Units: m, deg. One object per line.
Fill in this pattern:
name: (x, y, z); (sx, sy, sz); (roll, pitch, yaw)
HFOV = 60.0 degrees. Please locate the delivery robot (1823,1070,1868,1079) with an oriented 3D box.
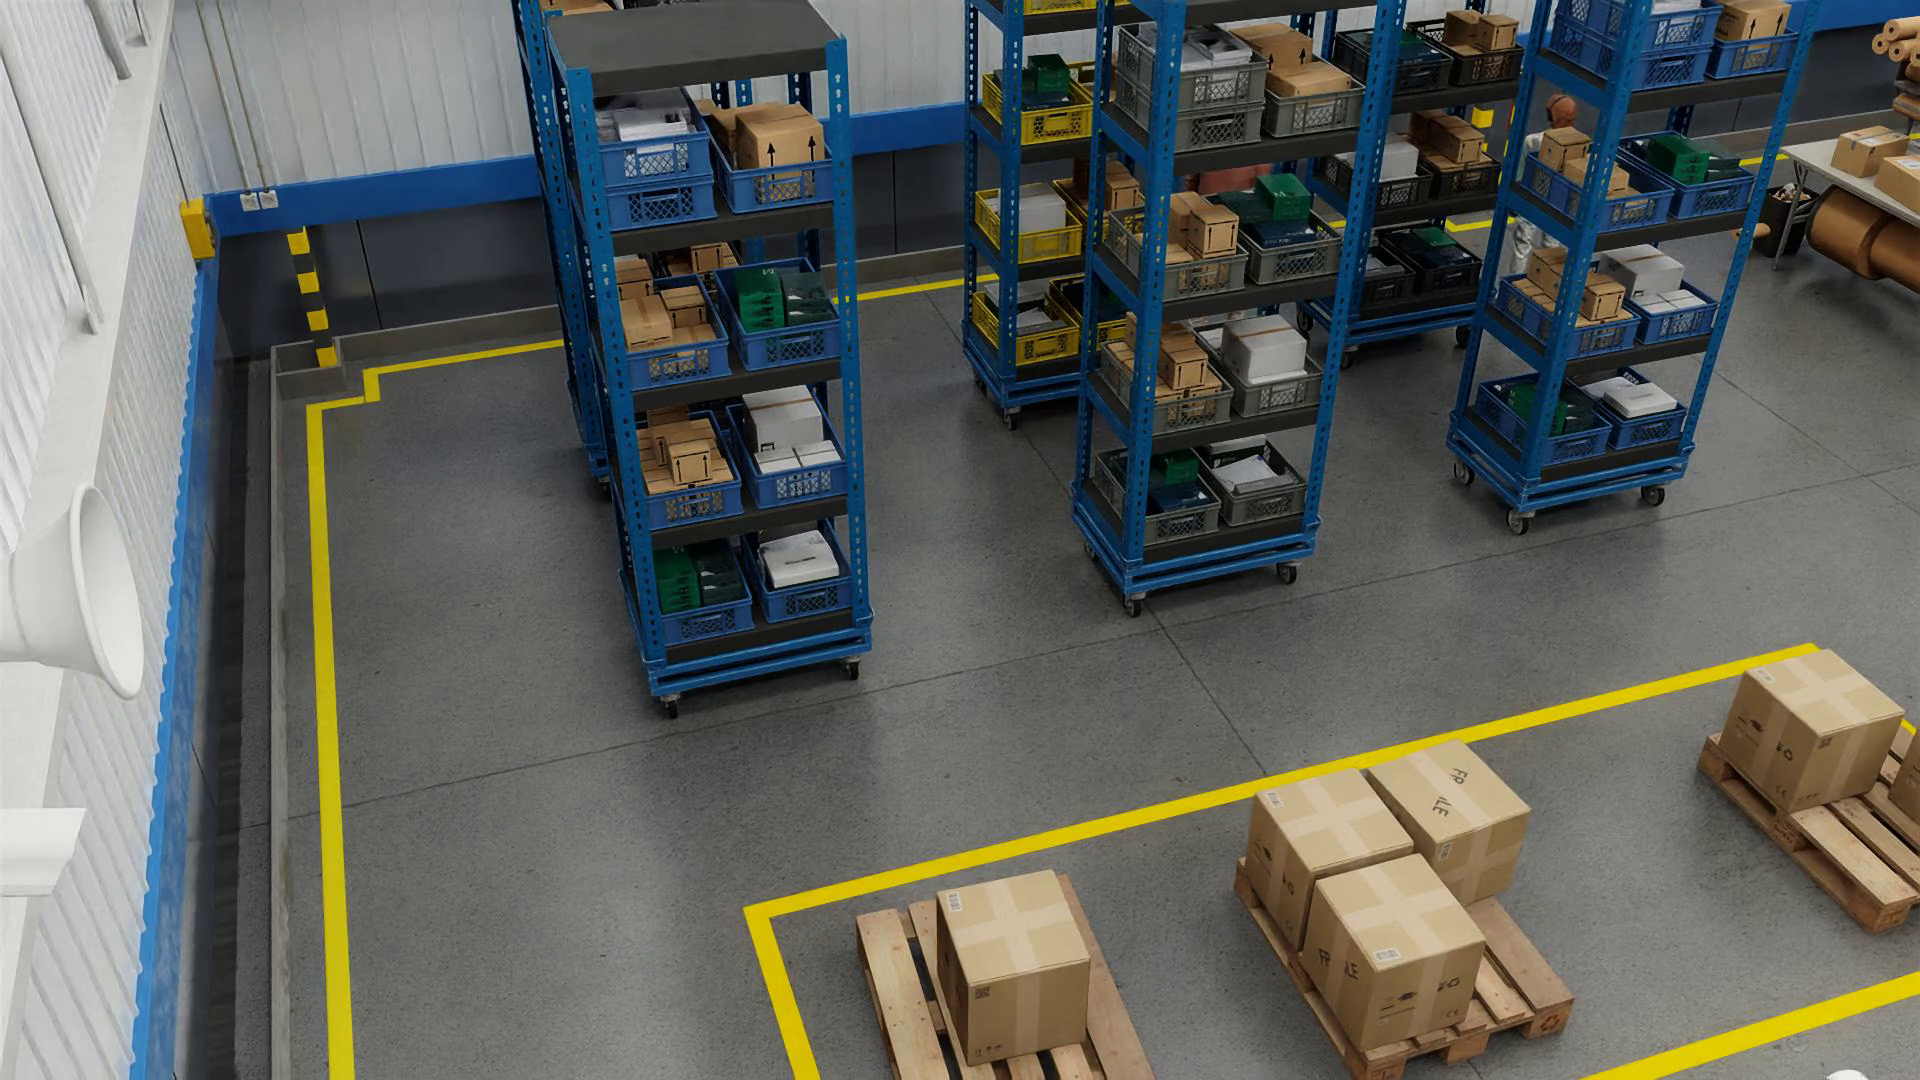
delivery robot: (3.290, 2.331, 6.404); (0.707, 0.478, 0.477); (-16, 38, -22)

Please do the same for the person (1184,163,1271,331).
person: (1.823, -2.174, 11.641); (0.617, 1.986, 0.416); (18, 39, 24)

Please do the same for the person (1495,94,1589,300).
person: (4.362, -2.514, 12.423); (0.514, 1.632, 0.311); (0, 35, 0)
